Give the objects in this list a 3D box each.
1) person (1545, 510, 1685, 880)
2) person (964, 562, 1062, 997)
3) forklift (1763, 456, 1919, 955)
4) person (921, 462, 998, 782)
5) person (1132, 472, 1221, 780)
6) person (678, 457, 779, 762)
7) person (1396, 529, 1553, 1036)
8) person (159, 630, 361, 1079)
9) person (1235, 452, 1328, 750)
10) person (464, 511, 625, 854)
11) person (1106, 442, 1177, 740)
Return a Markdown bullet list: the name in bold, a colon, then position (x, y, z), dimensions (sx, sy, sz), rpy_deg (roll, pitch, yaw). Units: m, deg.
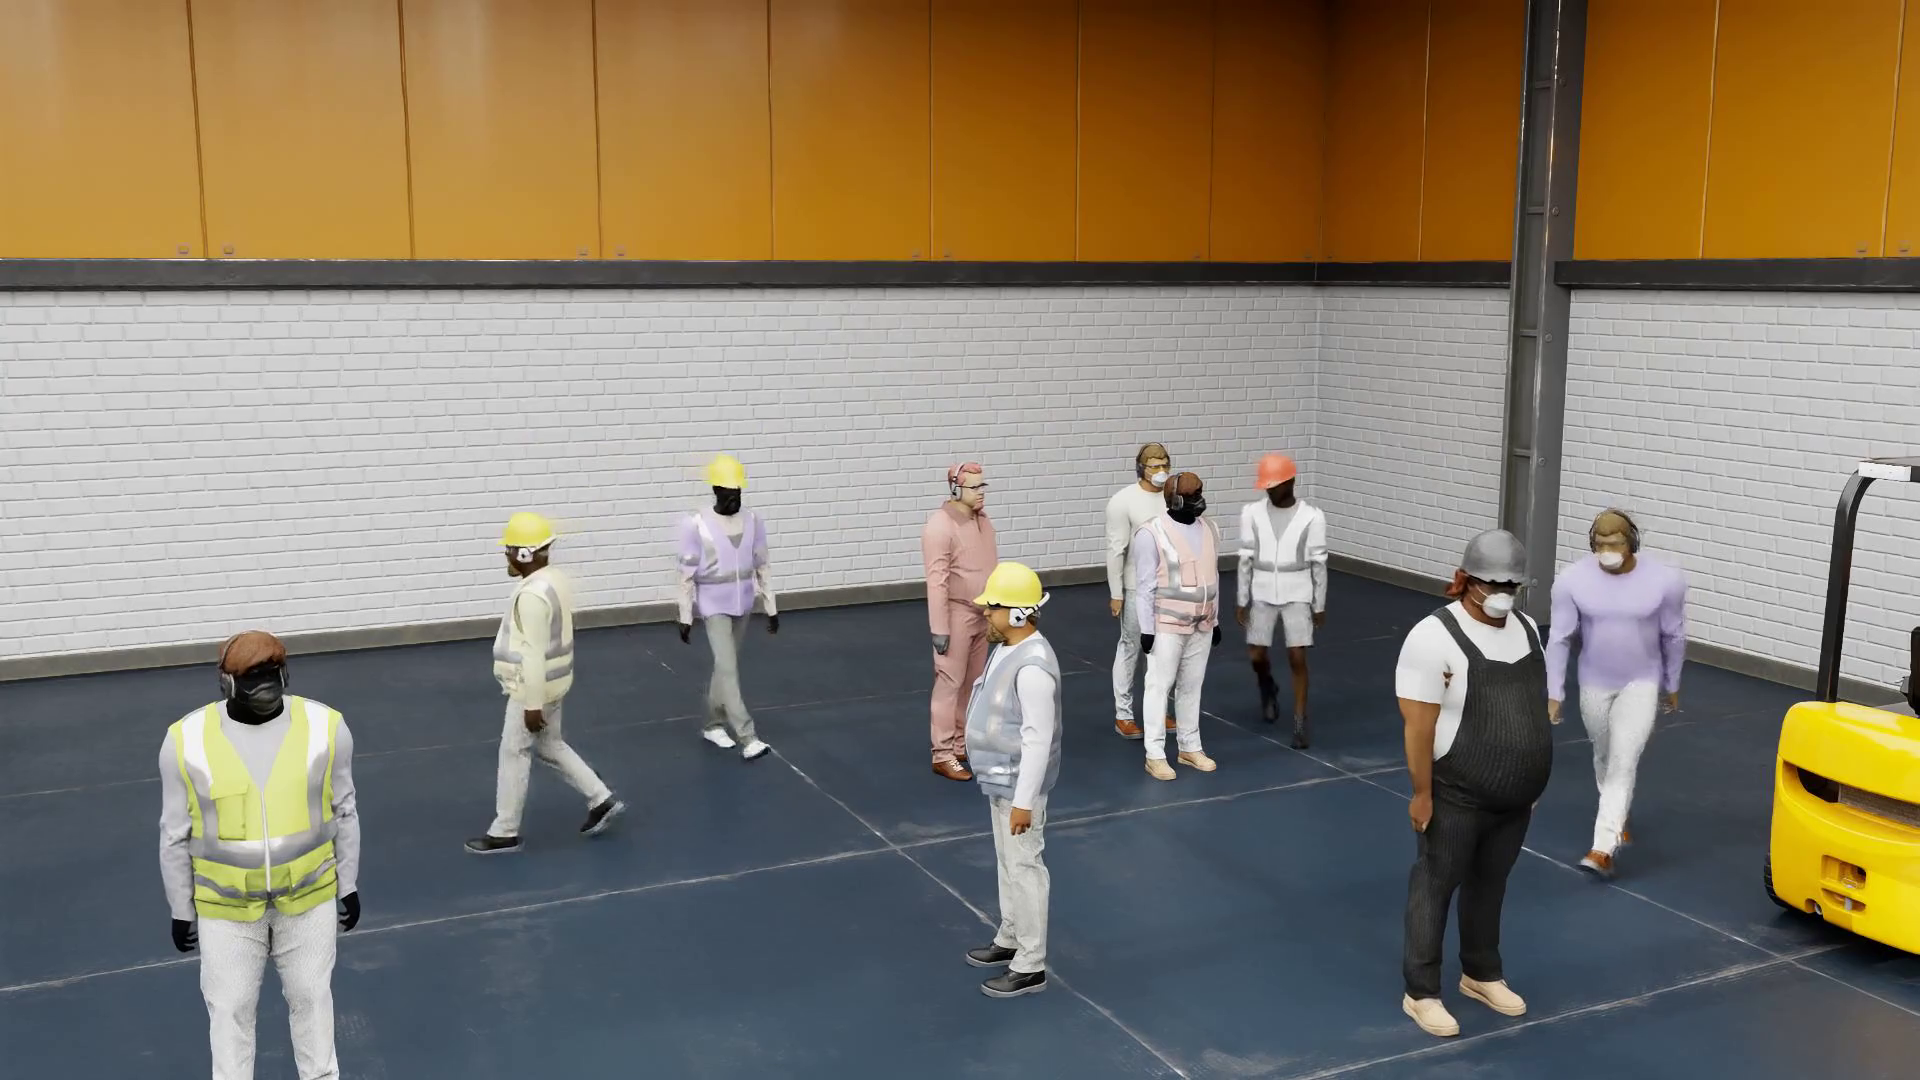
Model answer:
- **person**: position (3.328, 0.752, 8.491), dimensions (0.633, 1.849, 1.094), rpy_deg (5, 10, 29)
- **person**: position (0.220, 0.997, 7.025), dimensions (0.404, 1.833, 0.590), rpy_deg (-2, 9, -10)
- **forklift**: position (4.857, 0.731, 7.561), dimensions (2.313, 2.155, 1.214), rpy_deg (-4, 10, -25)
- **person**: position (0.040, 0.476, 10.032), dimensions (0.404, 1.906, 0.652), rpy_deg (5, 11, 29)
- **person**: position (1.334, 0.508, 10.028), dimensions (0.630, 1.846, 0.429), rpy_deg (-6, 11, -33)
- **person**: position (-1.377, 0.432, 10.350), dimensions (0.612, 1.884, 0.925), rpy_deg (-8, 12, -42)
- **person**: position (2.099, 0.953, 6.658), dimensions (0.686, 2.000, 0.535), rpy_deg (-5, 10, -28)
- **person**: position (-2.361, 1.213, 5.659), dimensions (0.633, 1.843, 0.429), rpy_deg (-4, 10, -26)
- **person**: position (2.097, 0.355, 10.783), dimensions (0.574, 1.908, 0.638), rpy_deg (4, 10, 23)
- **person**: position (-2.196, 0.741, 8.696), dimensions (0.780, 1.808, 0.609), rpy_deg (0, 9, -3)
- **person**: position (1.237, 0.324, 10.872), dimensions (0.637, 1.938, 0.355), rpy_deg (-5, 11, -30)
